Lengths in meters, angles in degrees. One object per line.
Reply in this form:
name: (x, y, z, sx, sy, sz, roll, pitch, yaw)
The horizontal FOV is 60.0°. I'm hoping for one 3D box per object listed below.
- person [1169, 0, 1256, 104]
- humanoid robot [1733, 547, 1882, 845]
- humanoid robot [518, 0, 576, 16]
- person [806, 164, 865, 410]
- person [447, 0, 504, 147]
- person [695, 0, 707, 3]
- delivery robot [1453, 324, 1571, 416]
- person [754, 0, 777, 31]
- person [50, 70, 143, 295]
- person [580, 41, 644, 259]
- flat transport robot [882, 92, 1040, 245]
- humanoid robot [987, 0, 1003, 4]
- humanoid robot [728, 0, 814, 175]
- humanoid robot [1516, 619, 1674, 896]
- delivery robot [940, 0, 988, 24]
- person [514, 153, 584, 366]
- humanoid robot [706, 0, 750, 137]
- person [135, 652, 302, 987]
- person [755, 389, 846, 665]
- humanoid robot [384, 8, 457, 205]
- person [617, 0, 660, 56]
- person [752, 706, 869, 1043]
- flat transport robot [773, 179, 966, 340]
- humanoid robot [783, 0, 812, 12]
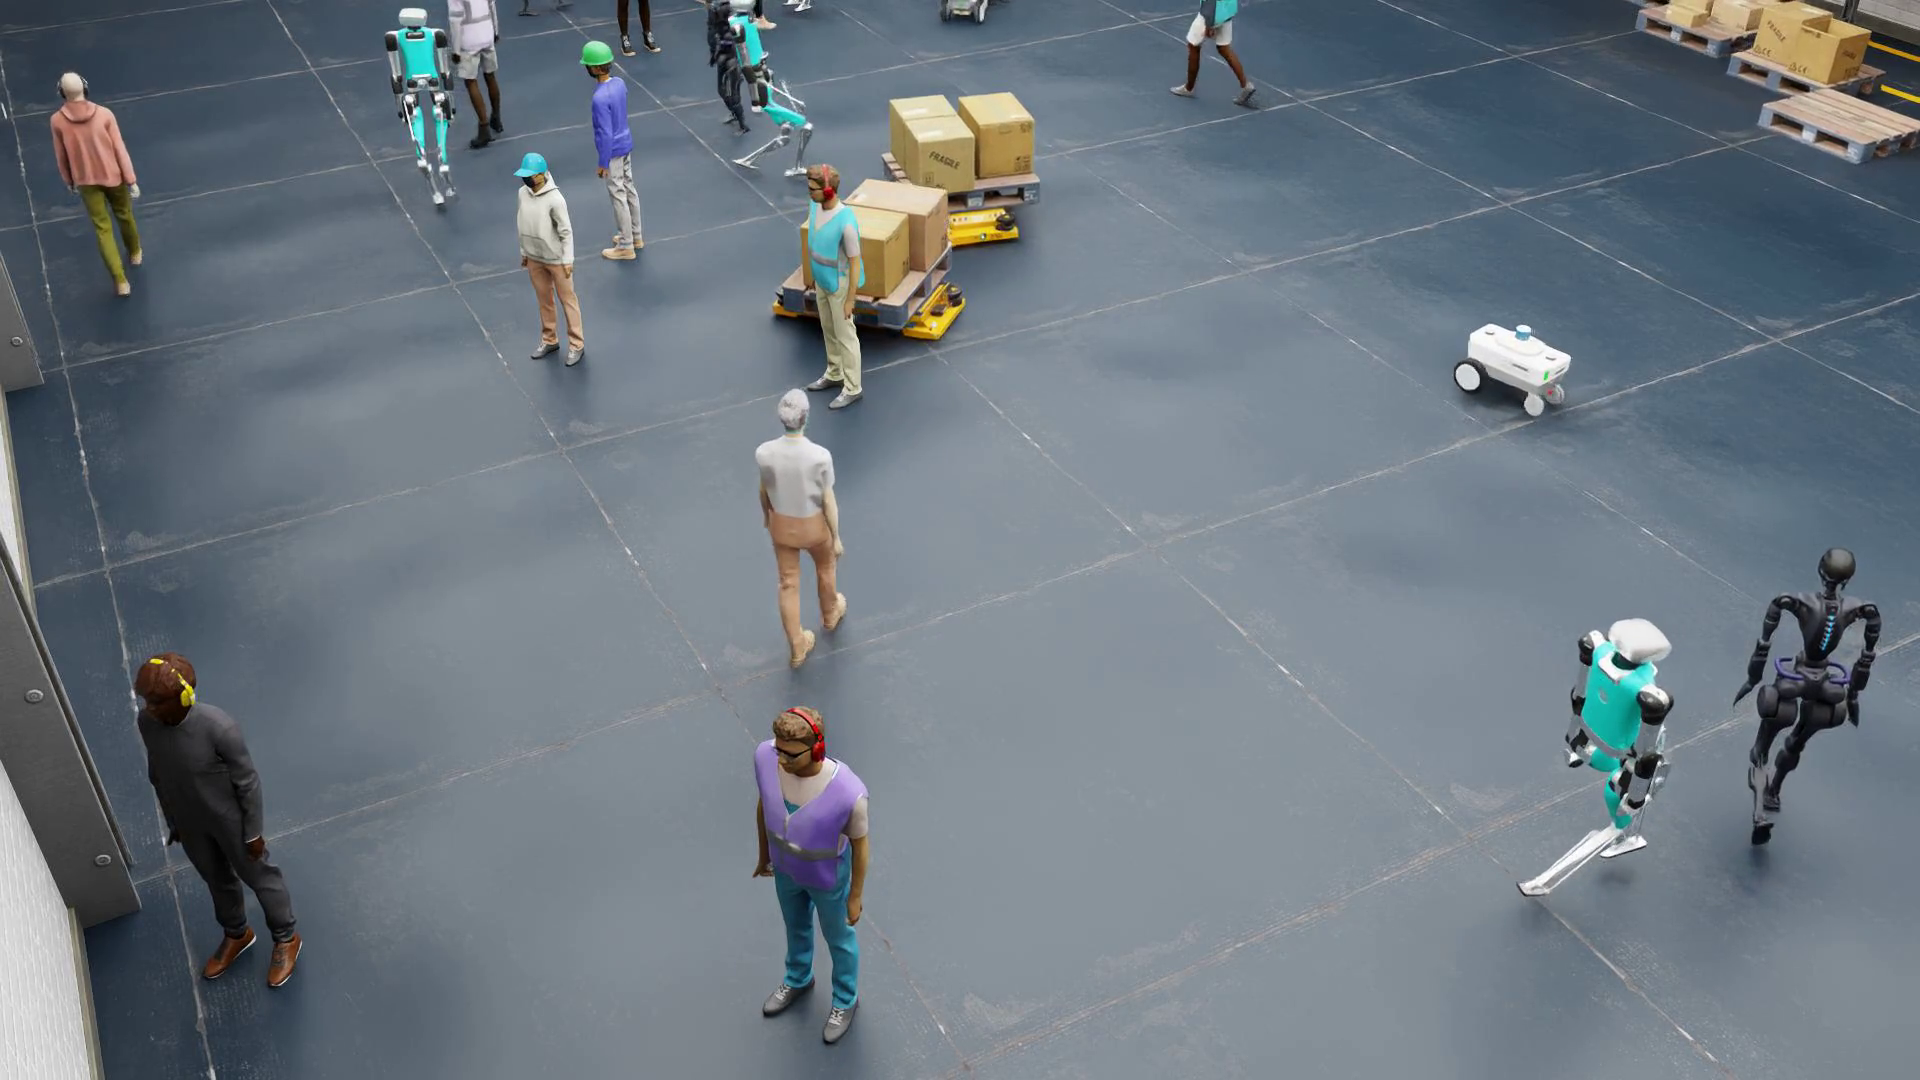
person: (2.655, -5.406, 17.006, 0.874, 1.904, 0.551, 27, 43, 33)
humanoid robot: (4.264, 0.809, 8.350, 0.589, 1.623, 0.642, 8, 36, 11)
humanoid robot: (-4.948, -6.993, 19.486, 0.690, 1.634, 0.601, -5, 35, -6)
person: (-0.893, -1.832, 11.959, 0.374, 1.841, 0.569, -20, 40, -26)
person: (-4.673, -4.864, 16.215, 0.560, 1.934, 0.743, 22, 40, 28)
person: (-3.139, -7.389, 19.876, 0.471, 1.872, 0.579, 21, 40, 27)
delivery robot: (4.106, -1.308, 12.345, 0.499, 0.606, 0.796, -27, 43, -33)
person: (-2.365, -6.728, 19.073, 0.316, 1.700, 0.540, -22, 41, -28)
person: (-7.050, -2.953, 13.615, 0.544, 1.784, 0.996, -15, 38, -21)
person: (-2.928, -3.270, 13.991, 0.347, 1.873, 0.458, 8, 36, 11)
flat transport robot: (0.006, -3.069, 15.097, 0.659, 0.231, 1.431, -9, 36, -13)
humanoid robot: (0.386, -7.249, 19.840, 0.315, 1.659, 0.608, 24, 42, 30)
humanoid robot: (-1.680, -4.145, 15.351, 1.002, 1.713, 0.538, 2, 35, 3)
humanoid robot: (3.227, 1.038, 7.957, 1.051, 1.723, 0.561, -13, 37, -18)
delivery robot: (0.082, -6.444, 19.682, 0.499, 0.613, 0.796, 9, 36, 13)
person: (-3.098, -2.114, 12.508, 0.459, 1.675, 0.374, 14, 37, 20)
humanoid robot: (-2.253, -4.784, 16.332, 0.410, 1.641, 0.611, -26, 42, -32)
person: (-3.364, 1.265, 7.511, 0.492, 1.875, 0.355, 7, 36, 9)
person: (-0.889, -0.139, 9.644, 0.517, 1.720, 0.741, 7, 36, 10)
humanoid robot: (-4.735, -3.767, 14.830, 0.548, 1.792, 0.852, -10, 36, -14)
person: (-3.630, -6.323, 18.277, 0.605, 1.958, 0.374, -18, 39, -24)
person: (-0.640, 1.438, 7.286, 0.563, 1.847, 0.389, 19, 39, 25)
flat transport robot: (-0.734, -1.943, 13.490, 1.431, 0.231, 0.659, 11, 37, 16)
humanoid robot: (-1.850, -7.050, 19.385, 0.735, 1.677, 0.533, -19, 39, -25)
